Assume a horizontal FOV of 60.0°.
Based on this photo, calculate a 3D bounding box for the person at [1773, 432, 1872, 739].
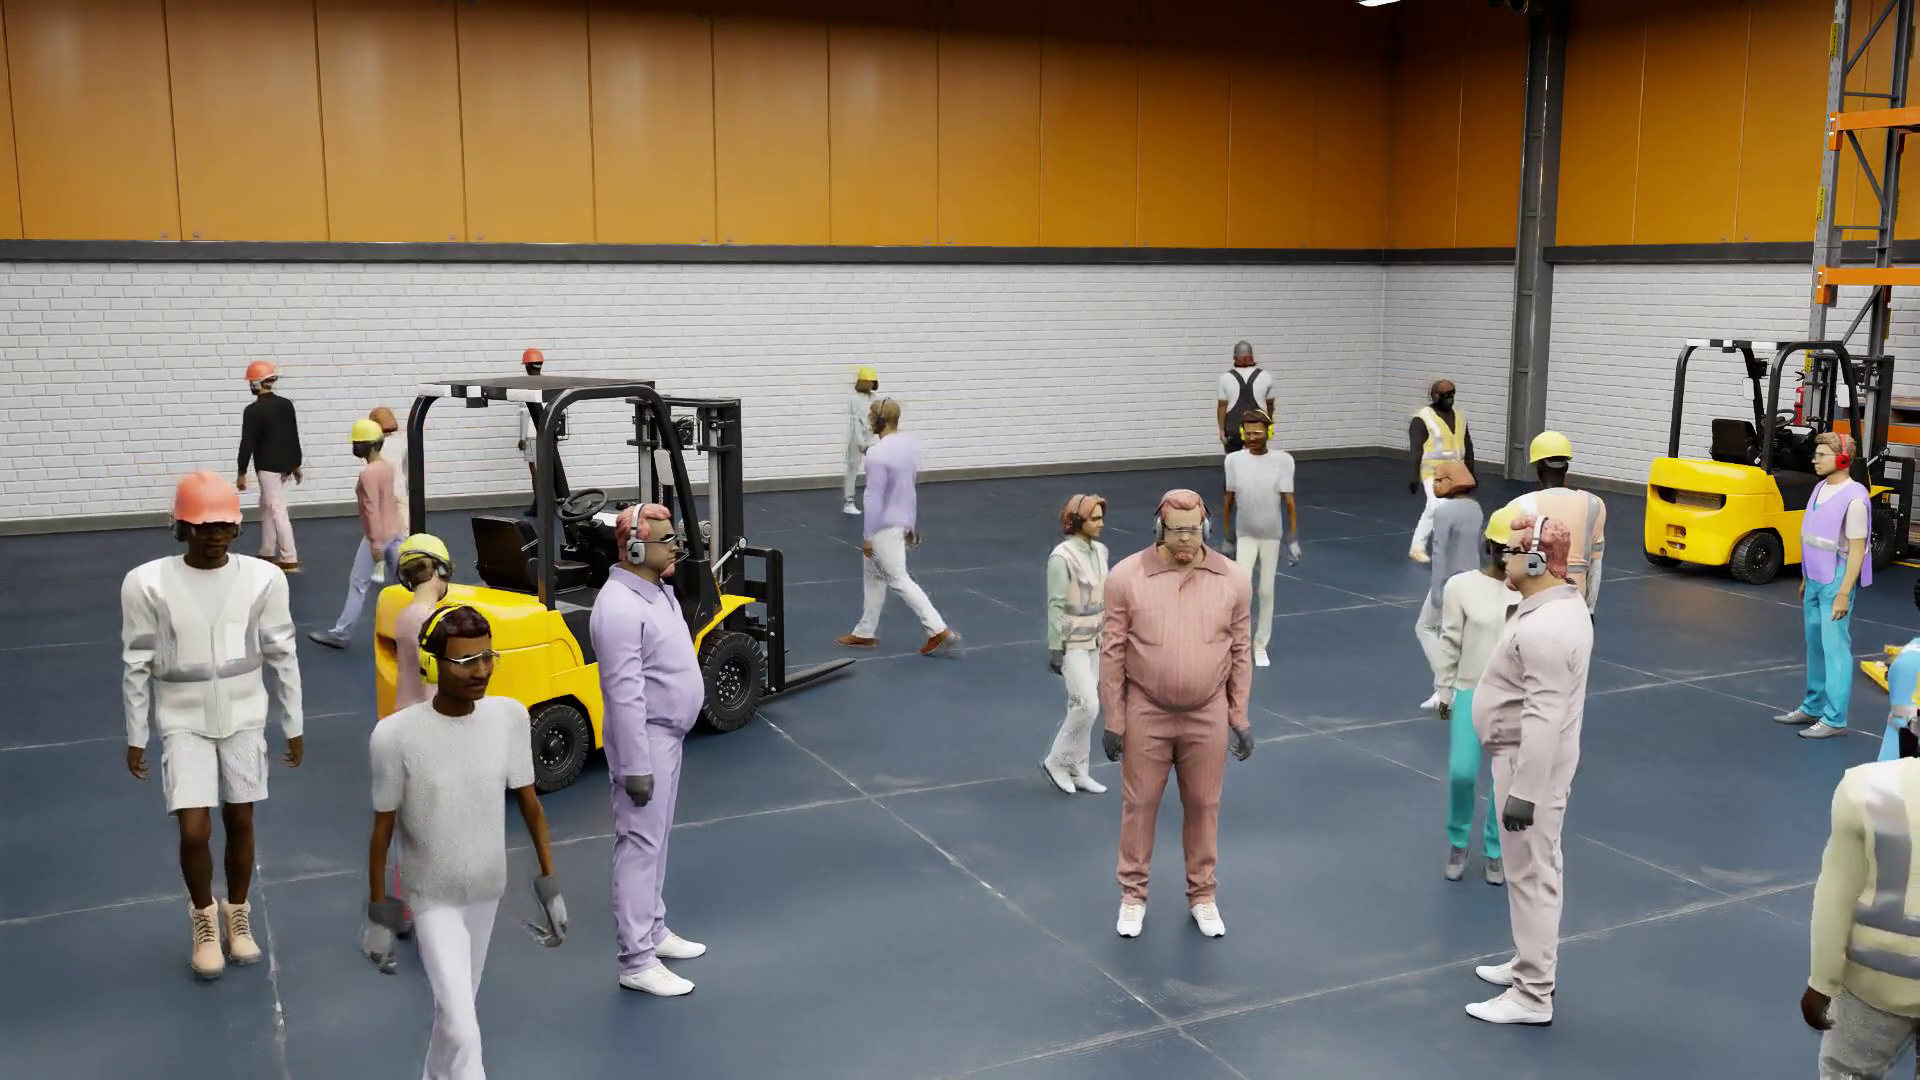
[{"bbox_3d":[5.243,0.270,10.010,0.387,1.846,0.566,1,9,3],"label":"person"}]

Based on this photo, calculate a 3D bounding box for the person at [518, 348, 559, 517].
[{"bbox_3d":[-4.846,-1.231,19.051,0.378,1.932,0.551,7,11,36],"label":"person"}]

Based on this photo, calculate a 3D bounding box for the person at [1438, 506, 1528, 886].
[{"bbox_3d":[2.442,0.712,7.536,0.538,1.750,0.409,3,9,15],"label":"person"}]

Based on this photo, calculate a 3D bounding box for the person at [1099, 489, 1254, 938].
[{"bbox_3d":[0.917,0.732,6.984,0.673,1.902,0.398,0,9,-1],"label":"person"}]

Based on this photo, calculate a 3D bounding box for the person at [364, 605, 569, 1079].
[{"bbox_3d":[-1.449,1.093,4.988,0.960,1.818,0.540,8,12,42],"label":"person"}]

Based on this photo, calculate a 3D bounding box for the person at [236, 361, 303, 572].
[{"bbox_3d":[-6.514,-0.675,15.472,0.776,1.967,0.654,2,9,13],"label":"person"}]

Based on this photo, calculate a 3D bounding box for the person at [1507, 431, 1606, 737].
[{"bbox_3d":[3.267,0.355,9.266,0.586,1.917,0.381,-1,9,-9],"label":"person"}]

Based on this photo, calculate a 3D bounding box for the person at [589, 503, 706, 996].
[{"bbox_3d":[-1.205,0.802,6.523,0.410,1.909,0.643,0,9,-1],"label":"person"}]

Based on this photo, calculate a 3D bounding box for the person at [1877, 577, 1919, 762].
[{"bbox_3d":[3.727,0.925,6.406,0.530,1.697,0.321,-8,12,-42],"label":"person"}]

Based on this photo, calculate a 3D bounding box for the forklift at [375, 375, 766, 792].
[{"bbox_3d":[-2.268,0.149,9.685,1.214,2.155,2.313,6,11,32],"label":"forklift"}]

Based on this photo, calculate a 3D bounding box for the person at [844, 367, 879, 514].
[{"bbox_3d":[-1.030,-1.120,19.058,0.860,1.705,0.488,8,12,39],"label":"person"}]

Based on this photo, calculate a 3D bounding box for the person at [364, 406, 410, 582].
[{"bbox_3d":[-5.058,-0.391,14.824,0.759,1.606,0.504,7,11,36],"label":"person"}]

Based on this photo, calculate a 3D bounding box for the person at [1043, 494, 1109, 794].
[{"bbox_3d":[0.655,0.562,8.847,0.370,1.625,0.536,6,11,32],"label":"person"}]

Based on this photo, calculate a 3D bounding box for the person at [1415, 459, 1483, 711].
[{"bbox_3d":[3.133,0.297,10.557,0.525,1.610,0.386,-7,11,-37],"label":"person"}]

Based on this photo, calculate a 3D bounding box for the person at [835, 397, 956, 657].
[{"bbox_3d":[-0.459,-0.095,12.117,0.959,1.908,0.640,3,10,20],"label":"person"}]

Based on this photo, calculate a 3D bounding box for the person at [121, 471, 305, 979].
[{"bbox_3d":[-2.927,0.735,6.573,0.651,2.020,0.580,-6,11,-33],"label":"person"}]

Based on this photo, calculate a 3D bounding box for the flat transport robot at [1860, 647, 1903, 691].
[{"bbox_3d":[6.869,0.886,11.063,1.431,0.197,0.652,2,9,13],"label":"flat transport robot"}]

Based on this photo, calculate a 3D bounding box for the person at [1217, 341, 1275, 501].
[{"bbox_3d":[3.405,-1.413,19.849,0.689,2.000,1.033,1,9,4],"label":"person"}]

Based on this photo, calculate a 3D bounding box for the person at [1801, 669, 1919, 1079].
[{"bbox_3d":[2.615,1.173,4.493,0.615,1.817,0.431,2,9,13],"label":"person"}]

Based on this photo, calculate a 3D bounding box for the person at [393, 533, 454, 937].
[{"bbox_3d":[-2.168,0.850,6.827,0.322,1.720,0.639,-5,10,-27],"label":"person"}]

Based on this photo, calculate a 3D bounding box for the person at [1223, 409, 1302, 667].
[{"bbox_3d":[2.122,0.004,11.693,0.544,1.844,0.559,1,9,9],"label":"person"}]

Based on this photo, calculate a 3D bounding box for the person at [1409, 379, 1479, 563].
[{"bbox_3d":[4.536,-0.623,15.719,0.619,1.802,0.960,-5,10,-29],"label":"person"}]

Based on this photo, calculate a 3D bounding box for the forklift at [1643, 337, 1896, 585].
[{"bbox_3d":[7.551,-0.789,15.507,2.313,2.155,1.214,-4,10,-25],"label":"forklift"}]

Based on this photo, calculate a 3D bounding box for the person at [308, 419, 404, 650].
[{"bbox_3d":[-4.340,-0.030,12.244,0.895,1.713,0.549,0,9,1],"label":"person"}]

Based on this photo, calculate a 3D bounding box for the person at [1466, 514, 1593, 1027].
[{"bbox_3d":[2.117,0.850,6.225,0.408,1.906,0.653,4,10,24],"label":"person"}]
